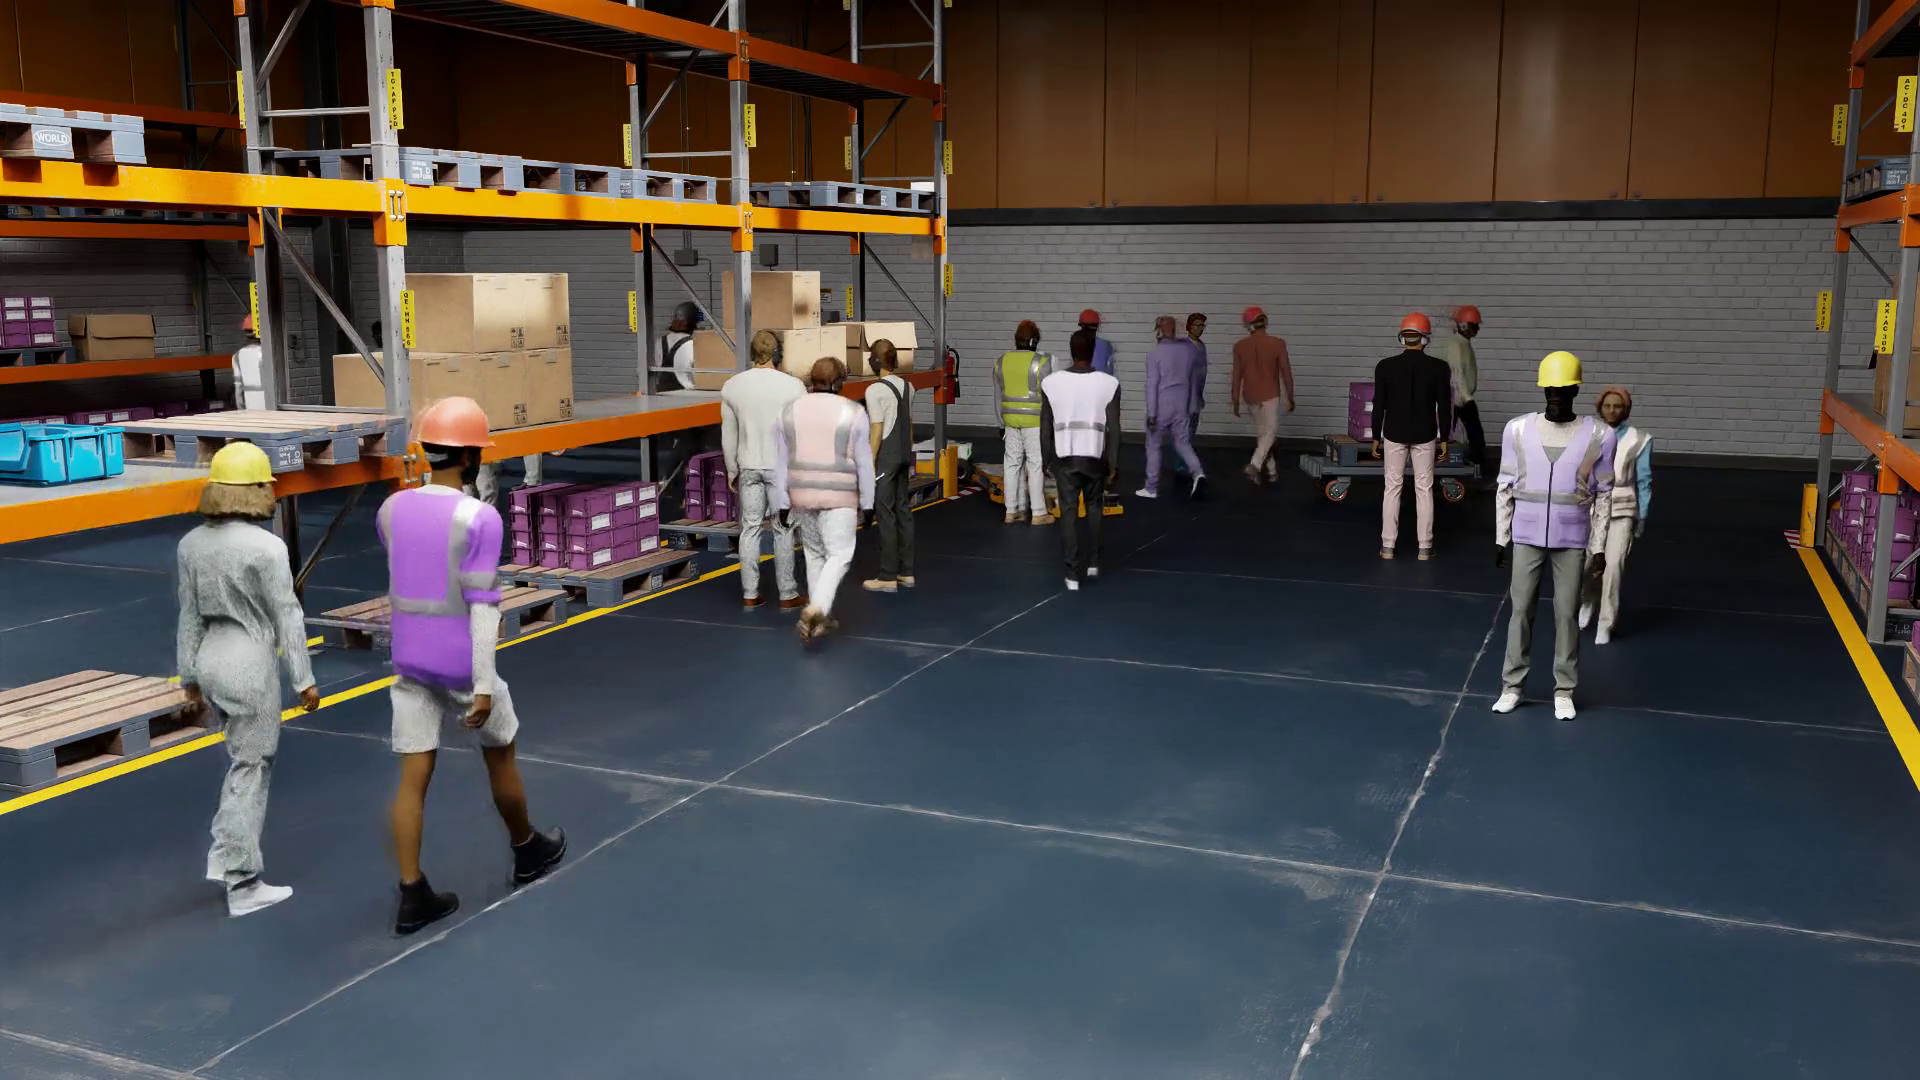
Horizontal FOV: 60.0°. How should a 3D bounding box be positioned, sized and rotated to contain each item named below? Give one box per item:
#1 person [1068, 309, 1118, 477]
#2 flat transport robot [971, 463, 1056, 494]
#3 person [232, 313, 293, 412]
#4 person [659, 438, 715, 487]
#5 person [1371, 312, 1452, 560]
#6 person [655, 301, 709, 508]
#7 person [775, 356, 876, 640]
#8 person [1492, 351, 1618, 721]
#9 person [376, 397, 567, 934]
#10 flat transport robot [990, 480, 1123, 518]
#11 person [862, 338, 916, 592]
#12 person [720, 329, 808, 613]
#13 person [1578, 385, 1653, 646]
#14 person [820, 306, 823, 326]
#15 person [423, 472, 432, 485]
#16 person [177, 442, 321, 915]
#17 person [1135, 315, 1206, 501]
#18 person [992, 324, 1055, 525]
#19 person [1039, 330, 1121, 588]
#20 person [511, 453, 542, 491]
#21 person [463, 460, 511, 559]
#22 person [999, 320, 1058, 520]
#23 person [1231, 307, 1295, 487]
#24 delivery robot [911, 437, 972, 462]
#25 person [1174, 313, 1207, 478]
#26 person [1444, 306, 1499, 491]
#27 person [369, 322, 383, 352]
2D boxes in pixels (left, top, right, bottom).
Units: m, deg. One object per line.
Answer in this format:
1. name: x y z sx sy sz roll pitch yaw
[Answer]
1. person: 1.490 -1.653 18.753 0.555 1.895 1.018 -6 11 -33
2. flat transport robot: 0.555 -0.646 17.508 0.652 0.197 1.431 -2 10 -9
3. person: -7.007 -1.323 16.663 0.563 1.911 0.876 4 10 21
4. person: -2.907 -1.383 17.974 0.886 1.592 0.527 -6 11 -31
5. person: 3.637 -0.832 13.424 0.624 1.990 0.388 3 10 17
6. person: -2.658 -1.329 16.294 0.713 2.000 0.536 7 12 37
7. person: -0.861 -0.236 10.388 0.655 1.813 0.791 3 10 16
8. person: 3.095 -0.020 8.703 0.584 1.929 0.371 5 10 26
9. person: -1.822 0.424 6.141 0.548 1.887 0.931 3 10 19
10. flat transport robot: 0.916 -0.411 16.085 0.652 0.197 1.431 -5 11 -27
11. person: -0.521 -0.541 12.116 0.332 1.842 0.508 6 11 34
12. person: -1.313 -0.464 11.361 0.635 1.937 0.352 3 10 15
13. person: 4.042 -0.157 10.413 0.534 1.626 0.365 5 11 27
14. person: -1.727 -1.771 19.275 0.768 1.943 0.616 7 12 36
15. person: -5.655 -1.432 17.277 0.593 1.927 0.631 -8 12 -41
16. person: -2.625 0.510 6.113 0.501 1.730 0.422 5 11 28
17. person: 2.154 -1.323 16.776 0.665 1.875 0.827 -6 11 -31
18. person: 0.612 -1.057 15.269 0.622 1.839 0.429 6 11 33
19. person: 0.892 -0.620 12.471 0.596 1.887 0.911 0 9 1
20. person: -4.512 -1.386 17.269 0.404 1.833 0.590 -3 10 -20
21. person: -3.855 -0.624 13.267 0.535 1.630 0.499 6 11 34
22. person: 0.629 -1.132 15.701 0.576 1.858 0.808 0 9 -3
23. person: 3.258 -1.549 17.996 0.652 1.932 0.905 6 11 31
24. delivery robot: -0.225 -0.958 18.258 0.707 0.478 0.477 1 9 4
25. person: 2.590 -1.632 18.742 0.396 1.839 0.564 6 11 32
26. person: 5.300 -1.473 17.489 1.002 1.944 0.621 6 11 34
27. person: -7.146 -1.895 20.811 0.541 1.677 0.672 3 10 20
